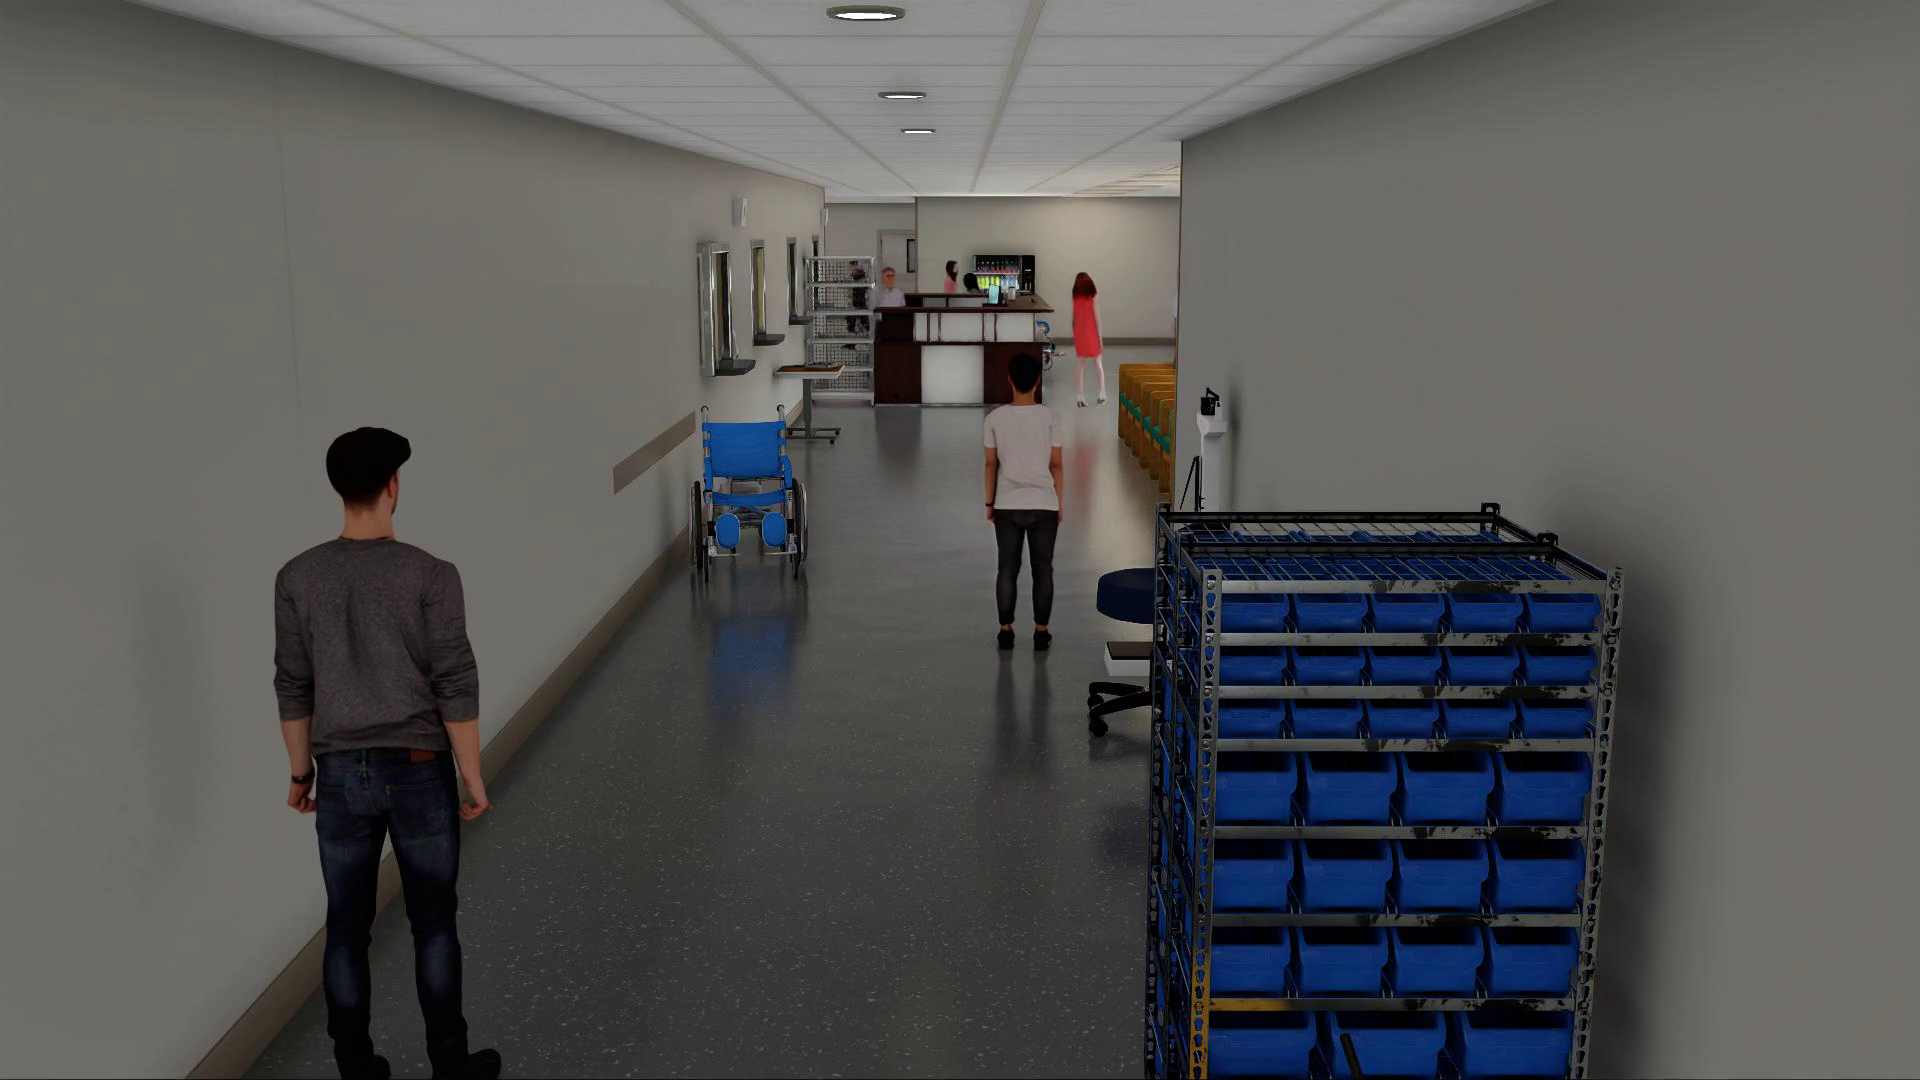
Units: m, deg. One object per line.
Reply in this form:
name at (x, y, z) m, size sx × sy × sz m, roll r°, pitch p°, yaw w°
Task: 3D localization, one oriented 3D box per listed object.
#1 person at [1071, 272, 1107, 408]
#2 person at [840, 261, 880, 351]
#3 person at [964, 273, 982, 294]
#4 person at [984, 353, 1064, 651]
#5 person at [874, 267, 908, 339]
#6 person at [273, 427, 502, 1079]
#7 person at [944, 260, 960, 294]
person at (1.629, -2.641, 22.192) m, size 1.037 × 1.782 × 1.012 m, roll 7°, pitch 13°, yaw 33°
person at (-1.920, -4.548, 32.152) m, size 1.282 × 1.814 × 1.110 m, roll 7°, pitch 13°, yaw 34°
person at (0.367, -3.930, 29.515) m, size 0.809 × 1.582 × 0.673 m, roll 1°, pitch 11°, yaw 5°
person at (0.376, -0.226, 9.634) m, size 0.527 × 1.718 × 0.708 m, roll 2°, pitch 11°, yaw 11°
person at (-1.080, -3.206, 25.106) m, size 0.896 × 1.804 × 0.877 m, roll -3°, pitch 11°, yaw -16°
person at (-1.583, 0.643, 4.557) m, size 0.479 × 1.903 × 0.753 m, roll 0°, pitch 11°, yaw -1°
person at (-0.266, -4.215, 30.507) m, size 1.138 × 1.773 × 0.762 m, roll 2°, pitch 11°, yaw 12°
